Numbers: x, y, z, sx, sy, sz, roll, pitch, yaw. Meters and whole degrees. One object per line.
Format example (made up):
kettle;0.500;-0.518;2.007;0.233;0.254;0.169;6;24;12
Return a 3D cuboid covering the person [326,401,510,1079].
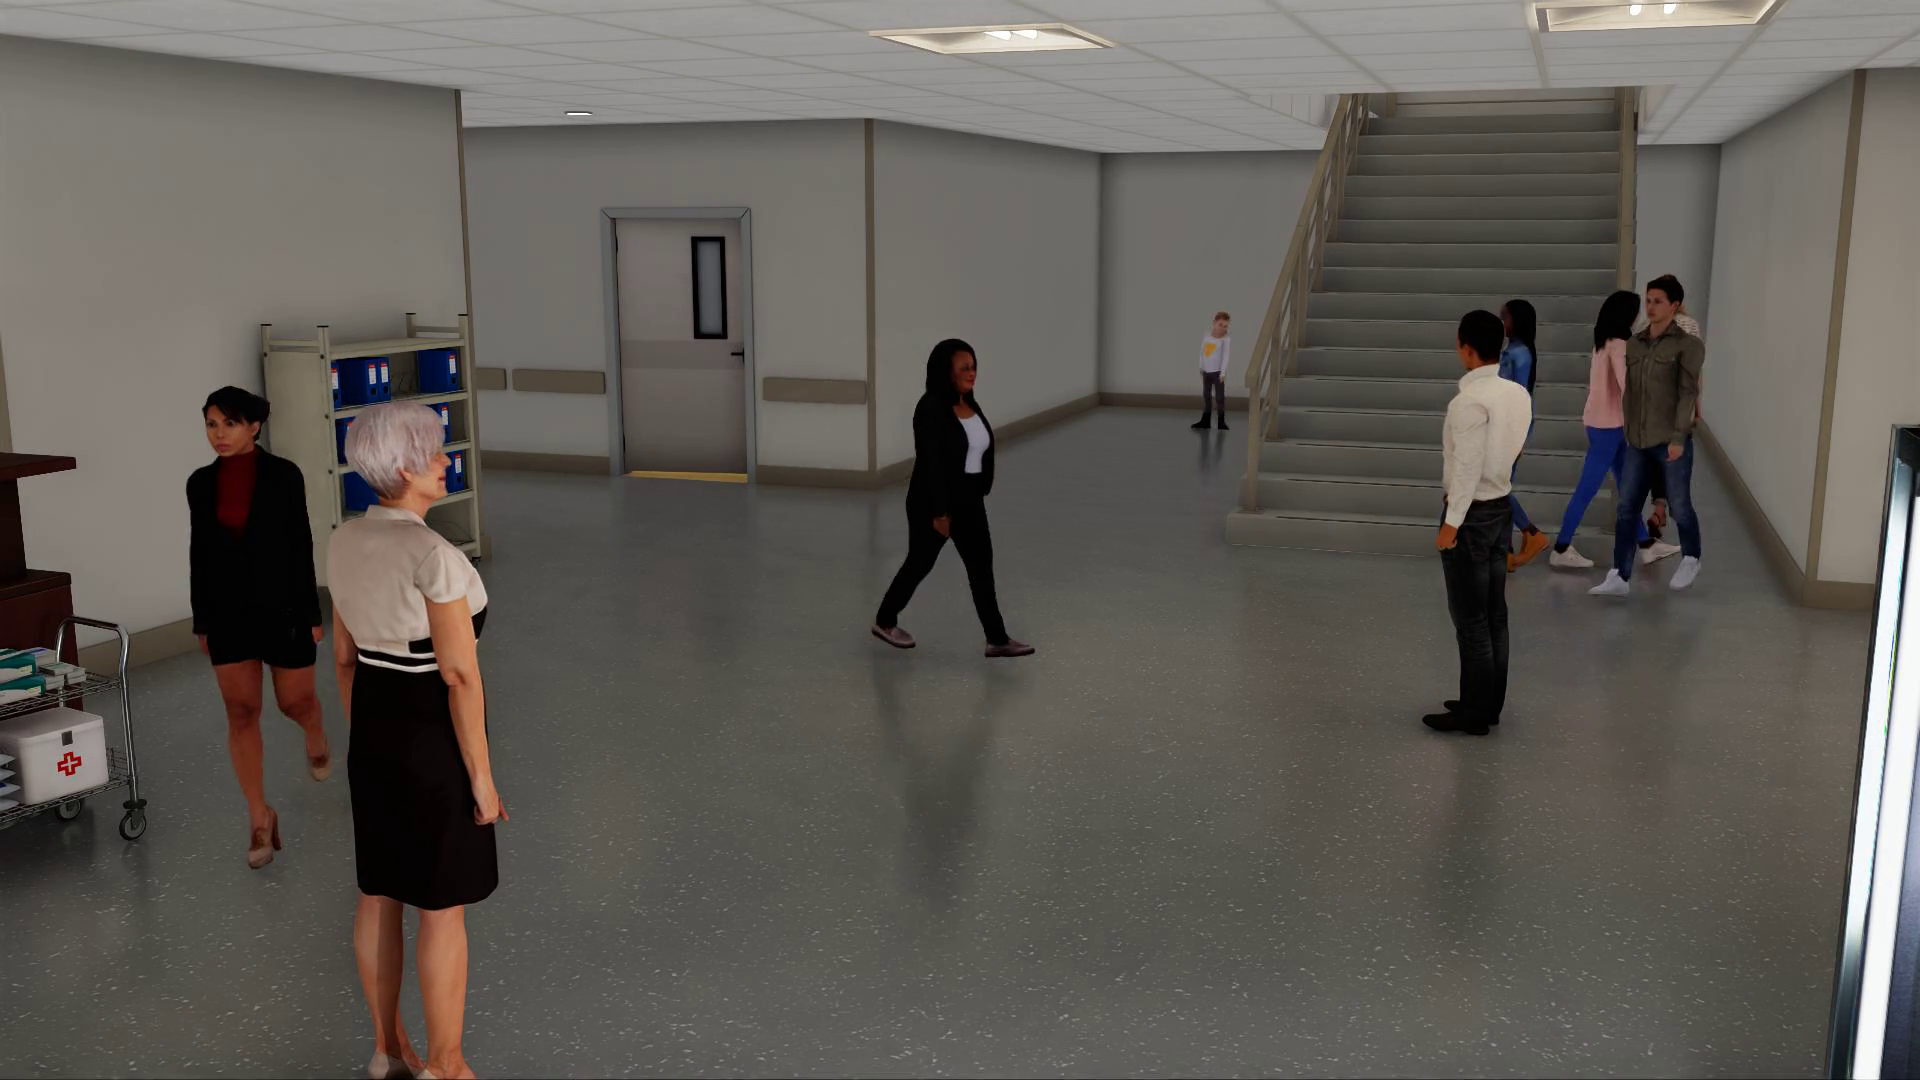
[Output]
person;-1.325;0.541;4.019;0.691;1.753;0.614;7;13;33

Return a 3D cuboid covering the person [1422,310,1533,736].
person;2.227;-0.075;7.118;0.795;1.808;0.632;10;14;41

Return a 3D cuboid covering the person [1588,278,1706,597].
person;4.129;-0.565;9.635;1.281;1.832;1.143;-7;13;-32

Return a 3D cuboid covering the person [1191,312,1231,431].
person;2.676;-1.798;17.684;0.651;1.255;0.710;-7;13;-31

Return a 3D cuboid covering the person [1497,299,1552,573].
person;3.489;-0.624;10.300;0.692;1.702;0.641;3;11;14

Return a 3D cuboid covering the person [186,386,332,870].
person;-2.378;0.287;5.703;0.785;1.625;0.910;-1;11;-7

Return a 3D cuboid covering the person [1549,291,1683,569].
person;3.941;-0.656;10.384;0.742;1.733;0.977;3;11;16

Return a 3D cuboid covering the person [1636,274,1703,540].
person;4.866;-0.884;11.452;0.692;1.782;1.201;6;12;27

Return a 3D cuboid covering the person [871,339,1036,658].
person;-0.142;-0.171;8.254;0.830;1.573;1.099;6;12;28
